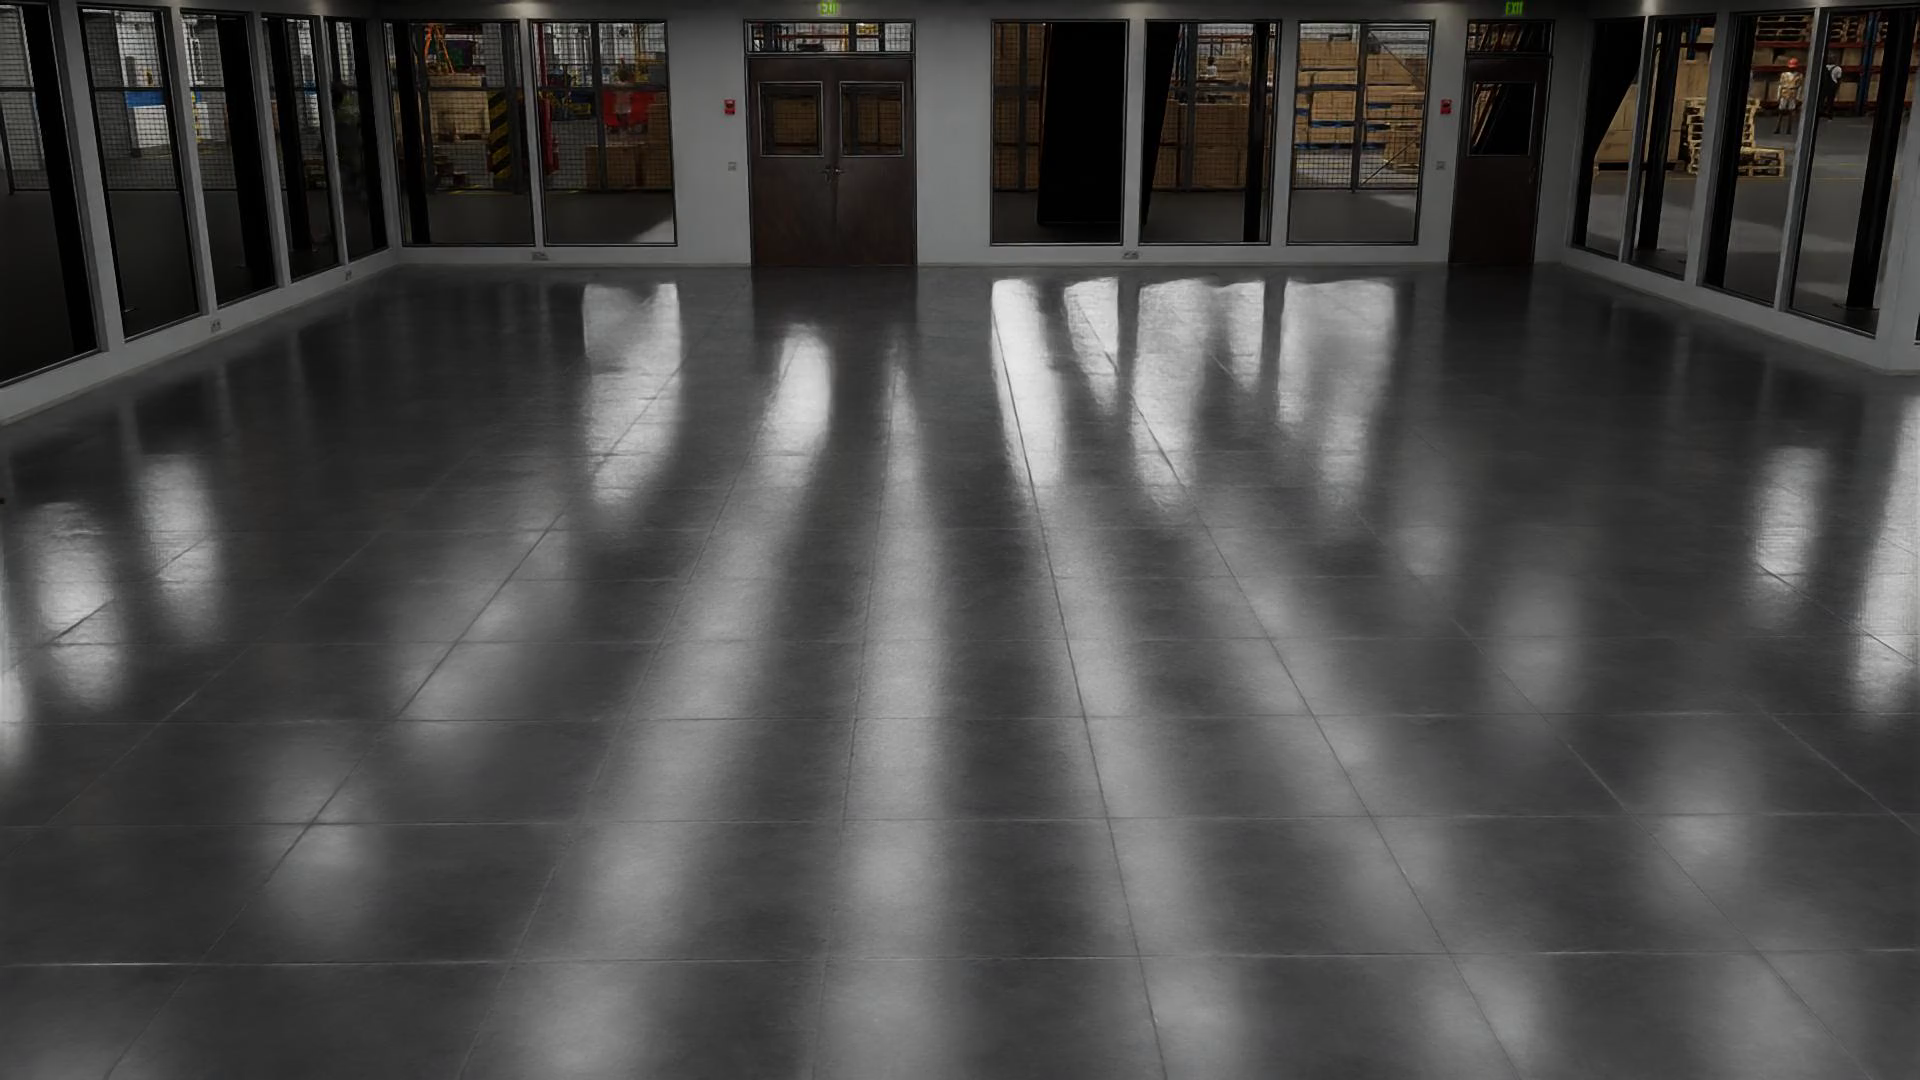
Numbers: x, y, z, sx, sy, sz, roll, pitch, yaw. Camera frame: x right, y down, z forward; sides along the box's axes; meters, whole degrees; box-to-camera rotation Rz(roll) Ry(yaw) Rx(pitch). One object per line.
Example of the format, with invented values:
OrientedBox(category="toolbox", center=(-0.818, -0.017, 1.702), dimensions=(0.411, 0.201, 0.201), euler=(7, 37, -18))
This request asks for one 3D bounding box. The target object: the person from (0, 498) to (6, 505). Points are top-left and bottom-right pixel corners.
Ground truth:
OrientedBox(category="person", center=(-4.971, -0.865, 7.583), dimensions=(0.496, 1.609, 0.756), euler=(13, 21, 38))
